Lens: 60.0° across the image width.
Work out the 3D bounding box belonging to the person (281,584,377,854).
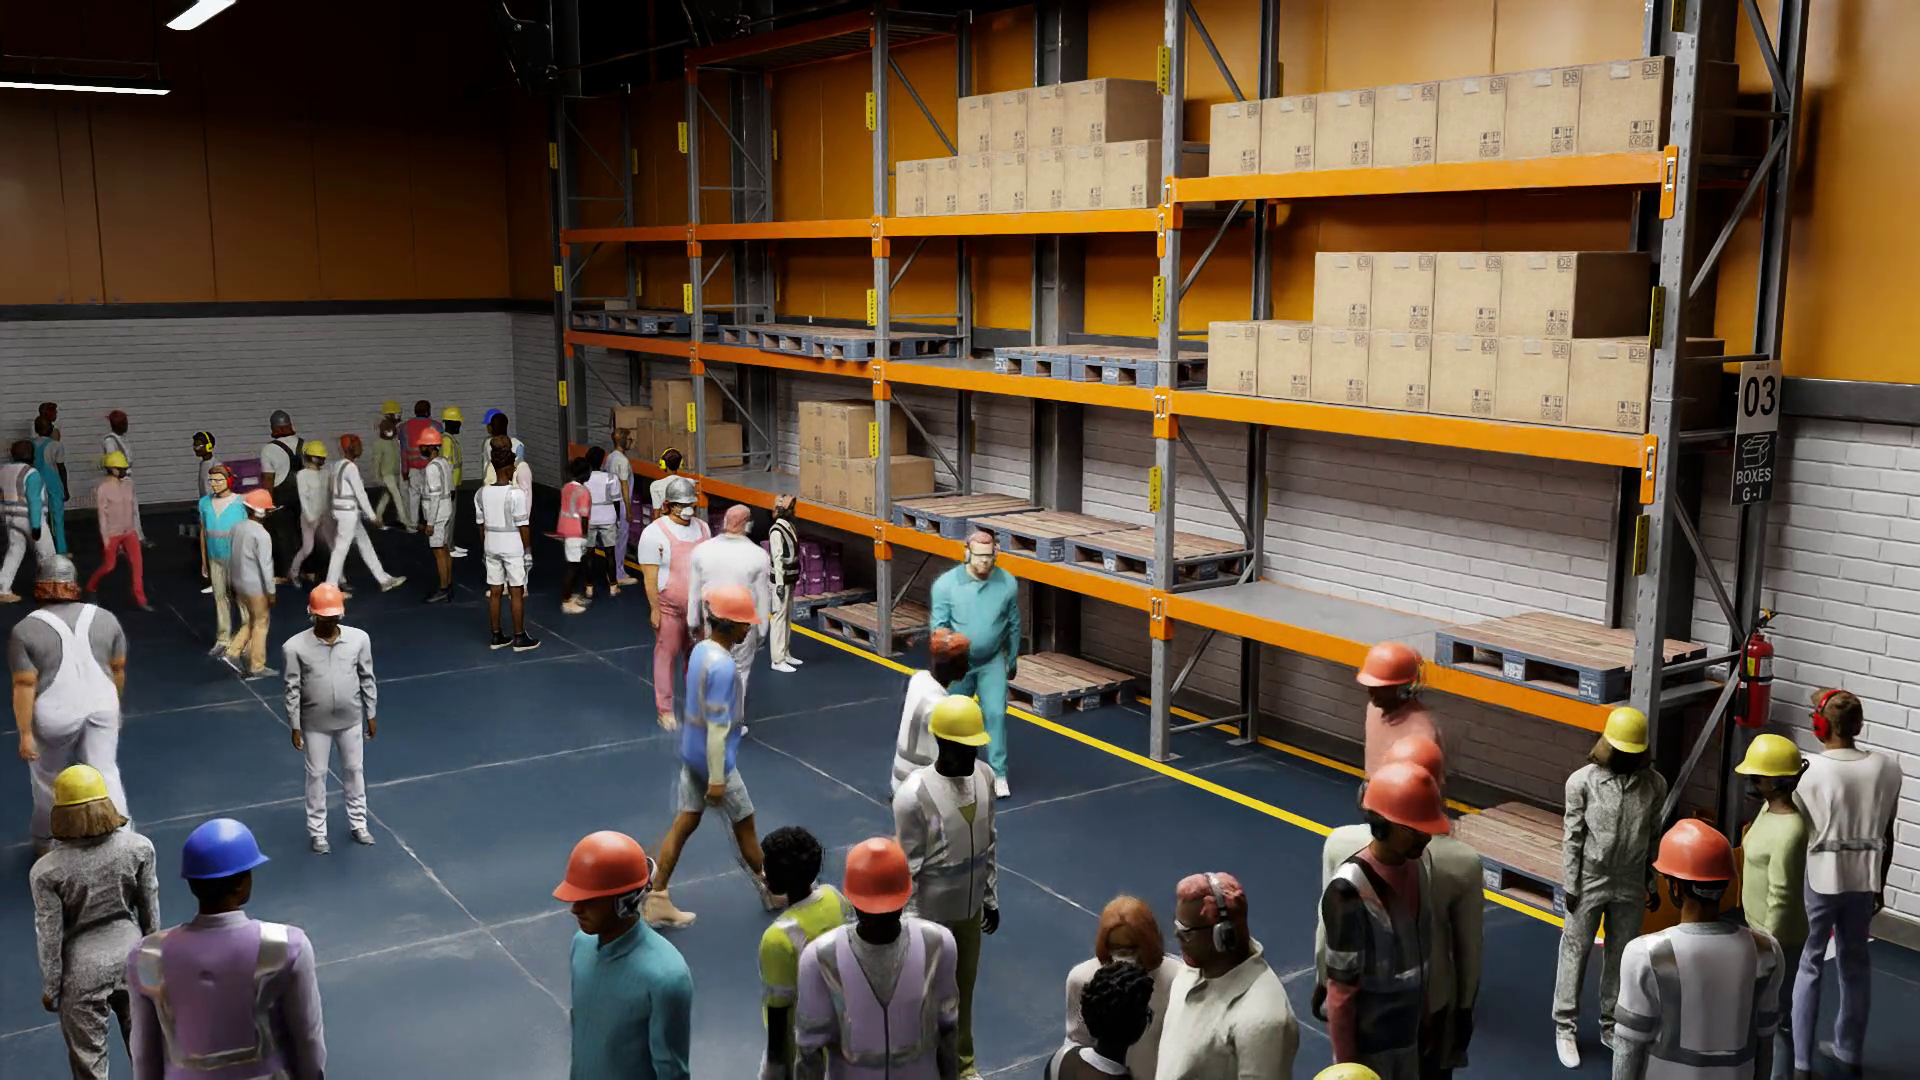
[{"bbox_3d":[-4.012,1.132,10.642,0.566,1.744,0.350,-6,12,-33],"label":"person"}]

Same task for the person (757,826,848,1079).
[{"bbox_3d":[-0.600,1.882,6.412,0.507,1.676,0.620,5,11,26],"label":"person"}]

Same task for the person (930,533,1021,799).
[{"bbox_3d":[0.122,0.885,11.738,0.668,1.871,0.887,-1,10,-7],"label":"person"}]

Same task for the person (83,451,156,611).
[{"bbox_3d":[-9.072,-0.092,17.846,0.781,1.746,0.528,4,10,21],"label":"person"}]

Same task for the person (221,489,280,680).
[{"bbox_3d":[-6.350,0.401,14.954,0.590,1.730,0.458,8,12,38],"label":"person"}]

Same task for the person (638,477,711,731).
[{"bbox_3d":[-2.219,0.501,13.476,0.538,2.000,0.683,8,13,40],"label":"person"}]

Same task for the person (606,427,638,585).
[{"bbox_3d":[-3.940,-0.392,19.337,0.337,1.838,0.511,-6,11,-30],"label":"person"}]

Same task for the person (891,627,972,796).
[{"bbox_3d":[-0.193,1.364,8.961,0.497,1.850,0.609,-1,10,-9],"label":"person"}]

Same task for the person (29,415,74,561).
[{"bbox_3d":[-11.416,-0.645,20.819,0.503,1.837,0.350,0,10,1],"label":"person"}]

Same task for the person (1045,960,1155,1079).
[{"bbox_3d":[0.448,2.107,5.083,0.321,1.695,0.534,-6,11,-29],"label":"person"}]

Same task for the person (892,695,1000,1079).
[{"bbox_3d":[-0.035,1.608,7.335,0.396,1.921,0.585,9,13,42],"label":"person"}]

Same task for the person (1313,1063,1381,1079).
[{"bbox_3d":[0.978,2.204,4.386,0.320,1.738,0.483,0,10,-1],"label":"person"}]

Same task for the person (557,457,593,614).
[{"bbox_3d":[-4.095,-0.054,17.821,0.511,1.669,0.553,-7,12,-36],"label":"person"}]

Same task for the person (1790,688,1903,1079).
[{"bbox_3d":[4.014,1.598,7.651,0.564,1.835,0.398,-1,10,-4],"label":"person"}]

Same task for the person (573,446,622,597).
[{"bbox_3d":[-4.047,-0.201,18.610,0.532,1.696,0.318,-1,10,-7],"label":"person"}]

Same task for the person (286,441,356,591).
[{"bbox_3d":[-7.346,-0.274,18.930,0.809,1.730,0.527,4,11,25],"label":"person"}]

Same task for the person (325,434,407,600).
[{"bbox_3d":[-6.687,-0.263,18.556,0.987,1.833,0.594,-5,11,-27],"label":"person"}]

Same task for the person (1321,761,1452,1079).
[{"bbox_3d":[1.556,1.774,6.044,0.410,2.033,0.613,9,13,43],"label":"person"}]

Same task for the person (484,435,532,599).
[{"bbox_3d":[-5.060,-0.257,18.520,0.634,1.839,0.429,5,11,25],"label":"person"}]

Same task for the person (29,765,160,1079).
[{"bbox_3d":[-3.559,1.775,6.889,0.305,1.738,0.484,9,13,42],"label":"person"}]

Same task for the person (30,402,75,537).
[{"bbox_3d":[-12.377,-0.947,22.591,0.559,1.835,0.392,6,12,33],"label":"person"}]

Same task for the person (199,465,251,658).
[{"bbox_3d":[-6.957,0.196,15.840,0.565,1.846,0.390,2,10,9],"label":"person"}]

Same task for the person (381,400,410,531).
[{"bbox_3d":[-7.825,-1.040,23.174,0.403,1.823,0.596,-7,12,-35],"label":"person"}]

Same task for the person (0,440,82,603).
[{"bbox_3d":[-10.302,-0.212,18.396,0.646,1.804,0.873,5,11,27],"label":"person"}]

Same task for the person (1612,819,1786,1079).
[{"bbox_3d":[2.460,1.892,5.649,0.543,1.929,0.385,0,10,-1],"label":"person"}]

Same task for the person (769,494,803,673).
[{"bbox_3d":[-1.617,0.388,15.317,0.307,1.639,0.525,1,10,7],"label":"person"}]

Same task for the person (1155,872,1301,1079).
[{"bbox_3d":[0.809,1.969,5.294,0.402,1.897,0.655,-2,10,-14],"label":"person"}]

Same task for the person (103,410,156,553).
[{"bbox_3d":[-10.724,-0.748,21.380,0.492,1.863,0.665,-2,10,-12],"label":"person"}]

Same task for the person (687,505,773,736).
[{"bbox_3d":[-1.803,0.675,12.938,0.690,1.875,0.591,2,10,13],"label":"person"}]

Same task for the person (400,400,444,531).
[{"bbox_3d":[-7.405,-1.017,23.022,0.628,1.833,0.433,2,10,9],"label":"person"}]

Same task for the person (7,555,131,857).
[{"bbox_3d":[-5.508,1.046,10.279,1.048,2.000,0.739,8,12,39],"label":"person"}]

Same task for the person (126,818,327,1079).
[{"bbox_3d":[-2.440,1.891,5.598,0.605,1.944,0.402,-1,10,-8],"label":"person"}]

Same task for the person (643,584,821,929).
[{"bbox_3d":[-1.358,1.224,9.445,1.070,1.974,0.623,-4,11,-24],"label":"person"}]

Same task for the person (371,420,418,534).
[{"bbox_3d":[-7.859,-0.884,22.944,0.848,1.589,0.555,3,10,19],"label":"person"}]

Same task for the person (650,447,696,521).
[{"bbox_3d":[-2.935,-0.018,17.028,0.518,1.872,0.326,-7,12,-34],"label":"person"}]

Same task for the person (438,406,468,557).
[{"bbox_3d":[-6.443,-0.738,21.116,0.390,1.918,0.588,-3,10,-16],"label":"person"}]

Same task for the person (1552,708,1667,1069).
[{"bbox_3d":[3.063,1.621,7.800,0.486,1.735,0.322,-1,10,-5],"label":"person"}]

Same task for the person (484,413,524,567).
[{"bbox_3d":[-5.558,-0.589,20.321,0.589,1.890,0.392,5,11,27],"label":"person"}]

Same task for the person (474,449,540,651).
[{"bbox_3d":[-4.380,0.096,16.075,0.603,1.966,0.367,4,11,24],"label":"person"}]

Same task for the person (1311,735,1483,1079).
[{"bbox_3d":[1.689,1.727,6.445,0.626,1.995,0.413,3,10,17],"label":"person"}]

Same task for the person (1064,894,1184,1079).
[{"bbox_3d":[0.607,2.021,5.820,0.517,1.603,0.707,3,10,18],"label":"person"}]

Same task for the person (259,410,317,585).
[{"bbox_3d":[-7.850,-0.500,19.354,0.536,2.000,0.682,7,12,34],"label":"person"}]

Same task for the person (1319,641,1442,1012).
[{"bbox_3d":[2.114,1.445,8.177,0.774,1.953,0.630,-3,10,-16],"label":"person"}]

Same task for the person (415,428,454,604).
[{"bbox_3d":[-5.769,-0.268,18.281,0.349,1.942,0.543,-1,10,-6],"label":"person"}]

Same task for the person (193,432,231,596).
[{"bbox_3d":[-8.393,-0.294,18.693,0.505,1.861,0.329,9,13,43],"label":"person"}]

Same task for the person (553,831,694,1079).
[{"bbox_3d":[-1.089,1.903,5.424,0.397,1.989,0.619,-9,13,-43],"label":"person"}]

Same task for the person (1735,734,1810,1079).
[{"bbox_3d":[3.506,1.703,7.245,0.340,1.761,0.525,3,10,19],"label":"person"}]

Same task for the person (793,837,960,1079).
[{"bbox_3d":[-0.261,1.925,5.524,0.575,1.894,0.921,-1,10,-8],"label":"person"}]
